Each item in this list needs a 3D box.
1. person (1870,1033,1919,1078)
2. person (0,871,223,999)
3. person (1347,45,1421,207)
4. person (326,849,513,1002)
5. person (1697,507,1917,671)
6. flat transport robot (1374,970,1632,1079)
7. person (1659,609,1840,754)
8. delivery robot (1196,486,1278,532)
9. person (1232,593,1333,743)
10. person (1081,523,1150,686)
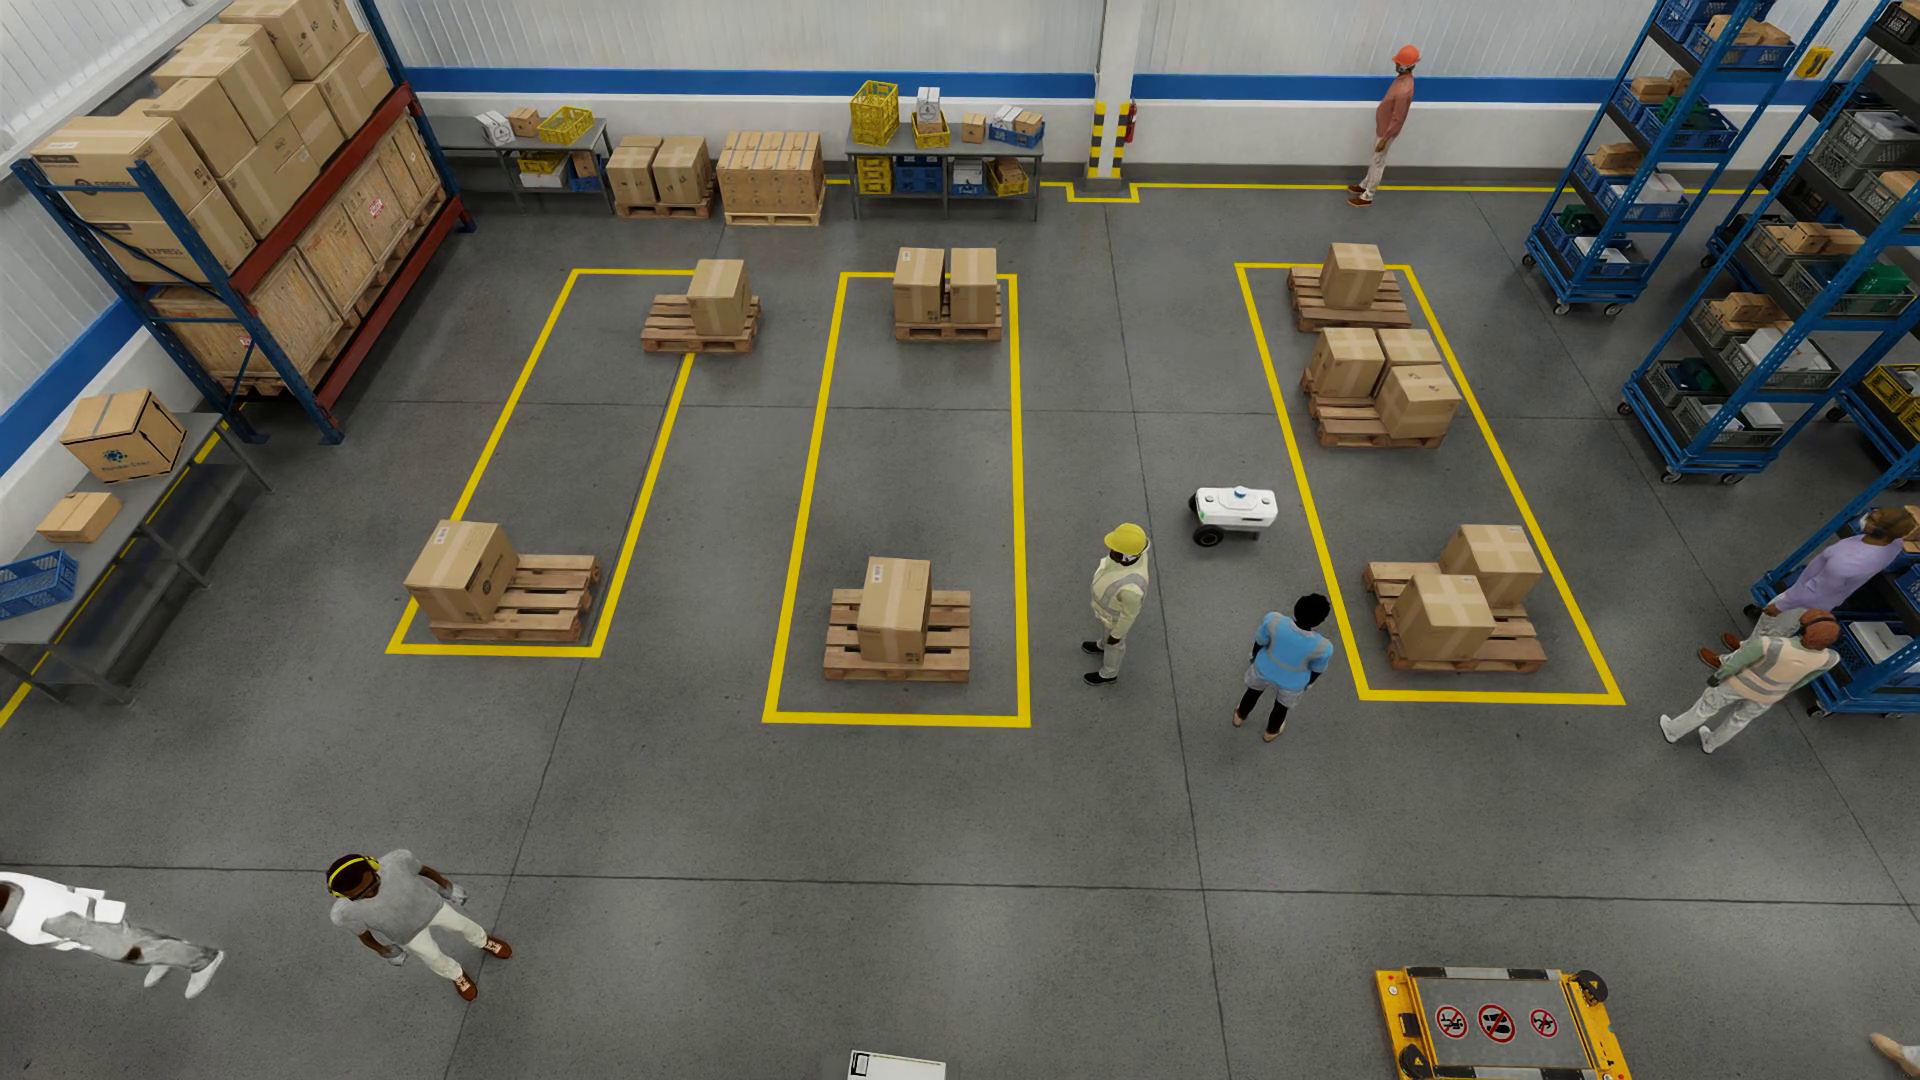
[{"bbox_3d":[5.985,2.904,5.112,0.700,1.820,0.631,37,59,26],"label":"person"},{"bbox_3d":[-5.239,2.341,5.515,0.586,1.906,0.388,17,53,13],"label":"person"},{"bbox_3d":[5.385,-5.213,11.616,0.392,1.991,0.612,14,52,11],"label":"person"},{"bbox_3d":[-3.272,2.311,5.563,0.312,1.864,0.537,25,55,19],"label":"person"},{"bbox_3d":[6.521,0.419,7.058,0.631,1.940,0.372,-21,54,-16],"label":"person"},{"bbox_3d":[3.501,3.133,5.914,1.431,0.197,0.652,1,51,1],"label":"flat transport robot"},{"bbox_3d":[5.806,1.066,6.729,0.518,1.633,0.312,15,52,12],"label":"person"},{"bbox_3d":[2.548,-0.300,8.472,0.707,0.478,0.477,2,51,2],"label":"delivery robot"},{"bbox_3d":[2.377,0.954,6.775,0.534,1.697,0.322,31,57,23],"label":"person"},{"bbox_3d":[1.192,0.495,7.063,0.404,1.831,0.600,3,51,2],"label":"person"}]
